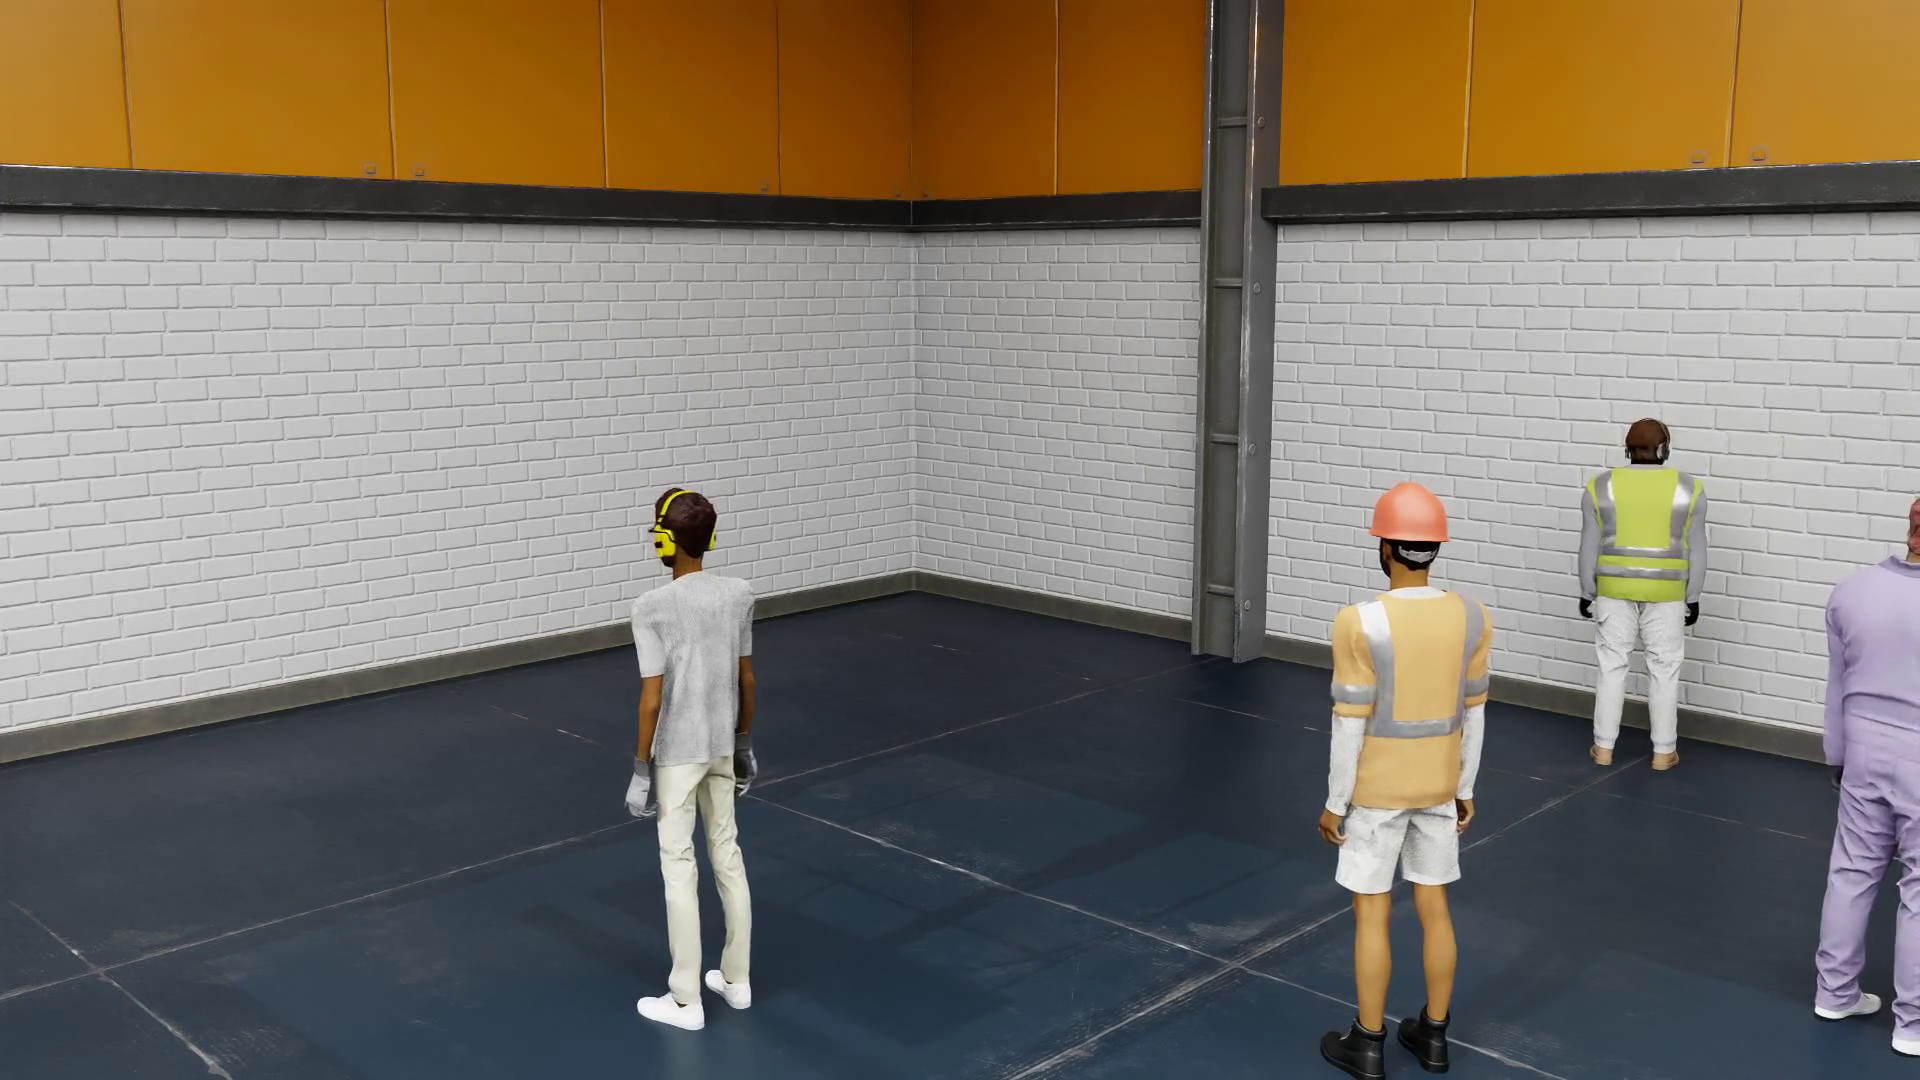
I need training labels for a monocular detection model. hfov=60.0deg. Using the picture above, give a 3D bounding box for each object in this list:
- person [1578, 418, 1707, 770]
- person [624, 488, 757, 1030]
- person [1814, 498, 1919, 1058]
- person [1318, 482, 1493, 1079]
[{"bbox_3d":[3.558,0.284,8.702,0.619,1.839,0.430,4,10,23],"label":"person"},{"bbox_3d":[-0.929,0.750,5.746,0.317,1.867,0.531,9,13,43],"label":"person"},{"bbox_3d":[3.202,0.766,5.559,0.403,1.900,0.646,-5,10,-26],"label":"person"},{"bbox_3d":[1.406,0.780,5.346,0.551,1.936,0.356,-3,10,-16],"label":"person"}]
